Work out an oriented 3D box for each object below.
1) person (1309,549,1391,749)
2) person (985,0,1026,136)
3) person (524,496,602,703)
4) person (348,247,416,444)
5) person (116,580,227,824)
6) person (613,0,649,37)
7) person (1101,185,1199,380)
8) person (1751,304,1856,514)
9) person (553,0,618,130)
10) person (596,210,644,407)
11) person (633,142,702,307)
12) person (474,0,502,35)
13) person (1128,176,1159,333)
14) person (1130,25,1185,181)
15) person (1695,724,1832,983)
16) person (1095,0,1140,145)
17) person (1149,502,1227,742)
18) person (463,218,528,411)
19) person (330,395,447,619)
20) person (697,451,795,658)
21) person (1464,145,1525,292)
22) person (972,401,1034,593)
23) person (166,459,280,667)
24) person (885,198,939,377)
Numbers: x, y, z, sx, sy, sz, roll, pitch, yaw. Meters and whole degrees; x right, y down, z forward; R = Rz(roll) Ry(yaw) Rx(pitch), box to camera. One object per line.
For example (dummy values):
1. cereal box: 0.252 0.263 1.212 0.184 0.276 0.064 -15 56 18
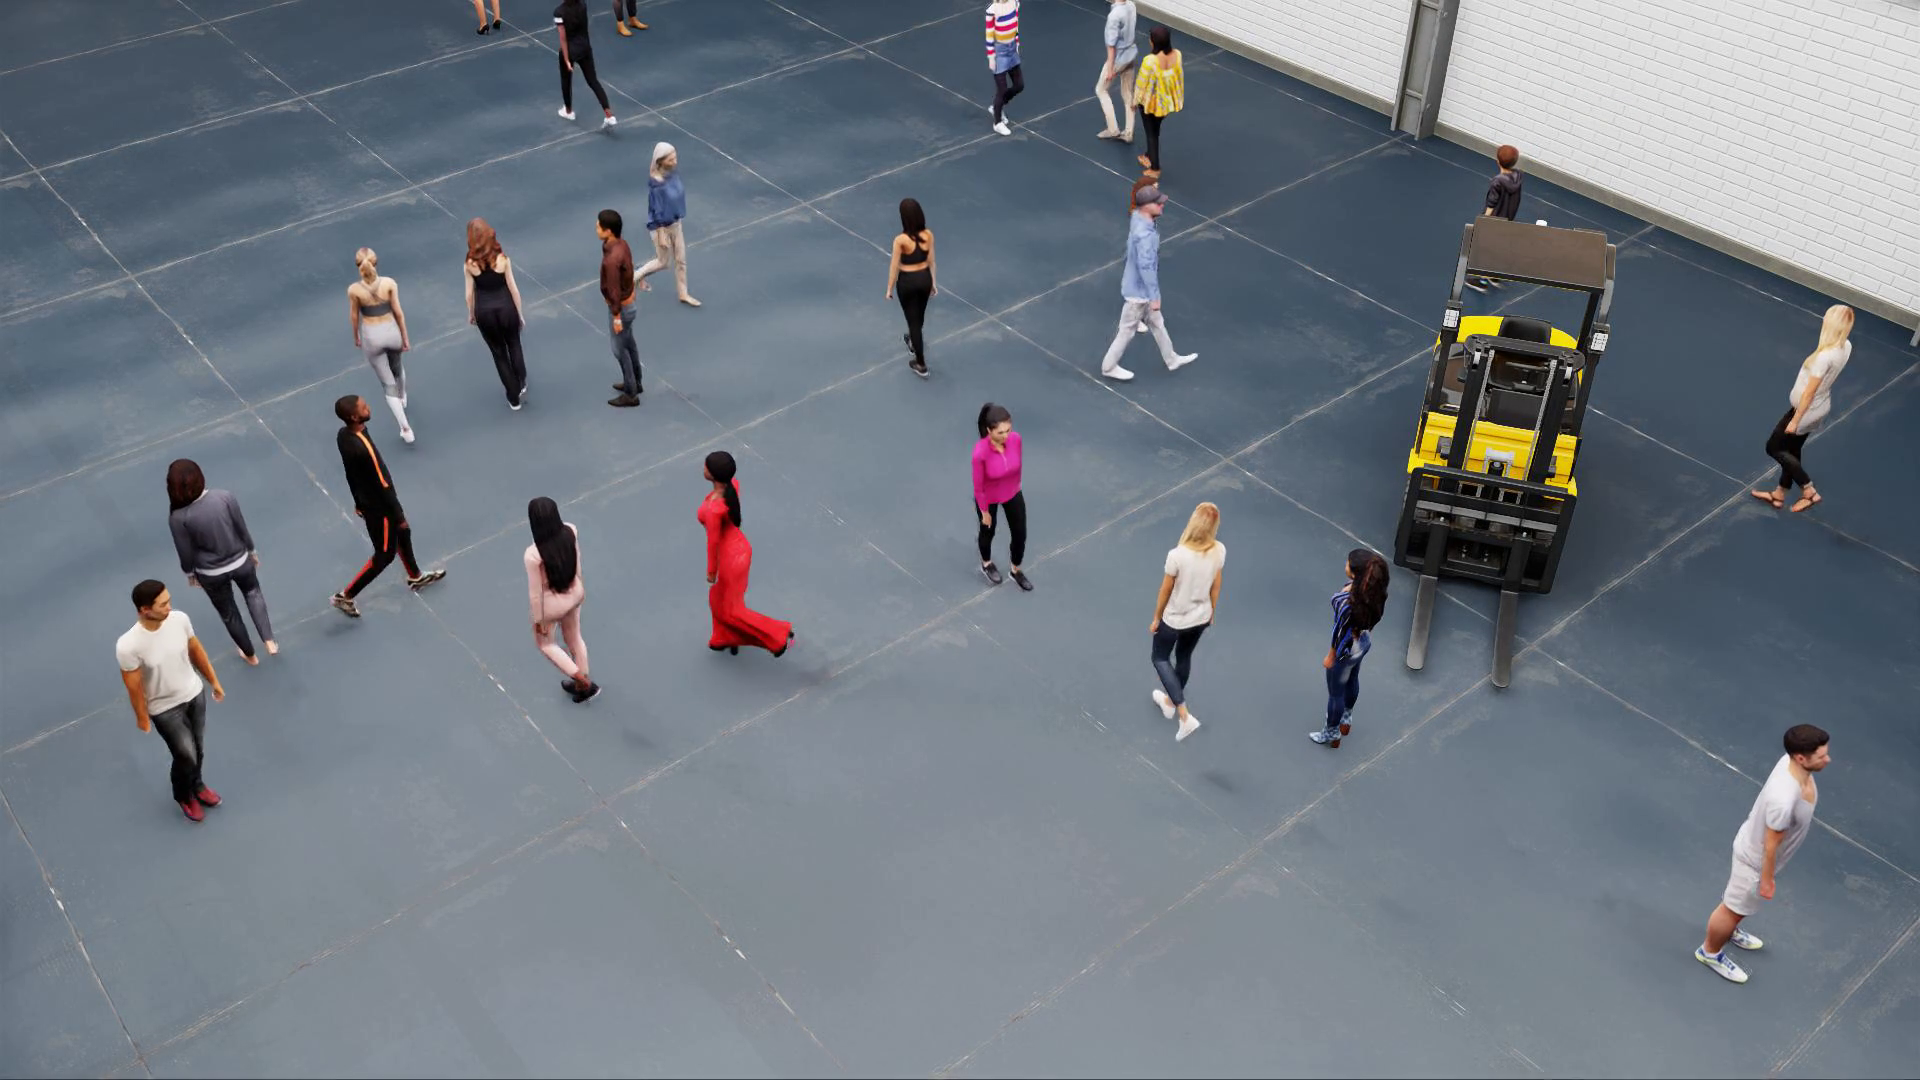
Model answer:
1. person: 2.541 0.700 10.875 0.593 1.617 0.639 28 47 31
2. person: 0.423 -5.364 18.324 0.666 1.798 0.666 -31 48 -33
3. person: -2.612 0.457 11.104 0.785 1.710 0.740 21 43 24
4. person: -4.738 -1.577 13.688 0.743 1.664 1.165 -18 42 -21
5. person: -4.975 0.970 10.424 0.759 1.768 0.773 21 43 24
6. person: -4.193 -7.165 20.644 0.622 1.715 0.674 24 45 27
7. person: 1.456 -2.170 14.280 1.175 1.853 1.111 3 39 4
8. person: 6.603 -0.943 12.774 0.774 1.813 0.668 30 47 32
9. person: -4.168 -5.349 18.390 0.669 1.691 1.185 -32 48 -33
10. person: -2.827 -1.976 14.097 0.841 1.777 0.746 -2 39 -2
11. person: -2.783 -2.894 15.342 1.035 1.670 0.871 11 40 14
12. person: -5.991 -7.123 20.624 0.497 1.675 0.568 30 48 32
13. person: 1.653 -2.629 15.154 0.655 1.478 0.640 13 40 16
14. person: 2.095 -4.560 17.440 0.695 1.643 0.779 -27 46 -29
15. person: 4.517 1.734 9.388 0.696 1.857 0.746 23 44 26
16. person: 1.812 -5.175 18.067 0.716 1.822 0.718 29 47 31
17. person: 1.519 0.575 10.894 0.788 1.788 0.959 -18 42 -21
18. person: -3.880 -1.844 13.973 0.691 1.726 0.754 -15 41 -18
19. person: -4.248 -0.211 11.883 0.716 1.783 1.050 -25 45 -28
20. person: -1.514 0.170 11.428 1.009 1.766 0.926 7 39 8
21. person: 5.081 -3.045 15.699 0.562 1.448 0.550 -21 43 -24
22. person: 0.226 -0.359 12.163 0.688 1.675 0.758 -23 44 -26
23. person: -5.009 0.201 11.382 0.622 1.764 0.602 -27 46 -30
24. person: -0.375 -2.176 14.467 0.693 1.629 0.900 -18 42 -21
